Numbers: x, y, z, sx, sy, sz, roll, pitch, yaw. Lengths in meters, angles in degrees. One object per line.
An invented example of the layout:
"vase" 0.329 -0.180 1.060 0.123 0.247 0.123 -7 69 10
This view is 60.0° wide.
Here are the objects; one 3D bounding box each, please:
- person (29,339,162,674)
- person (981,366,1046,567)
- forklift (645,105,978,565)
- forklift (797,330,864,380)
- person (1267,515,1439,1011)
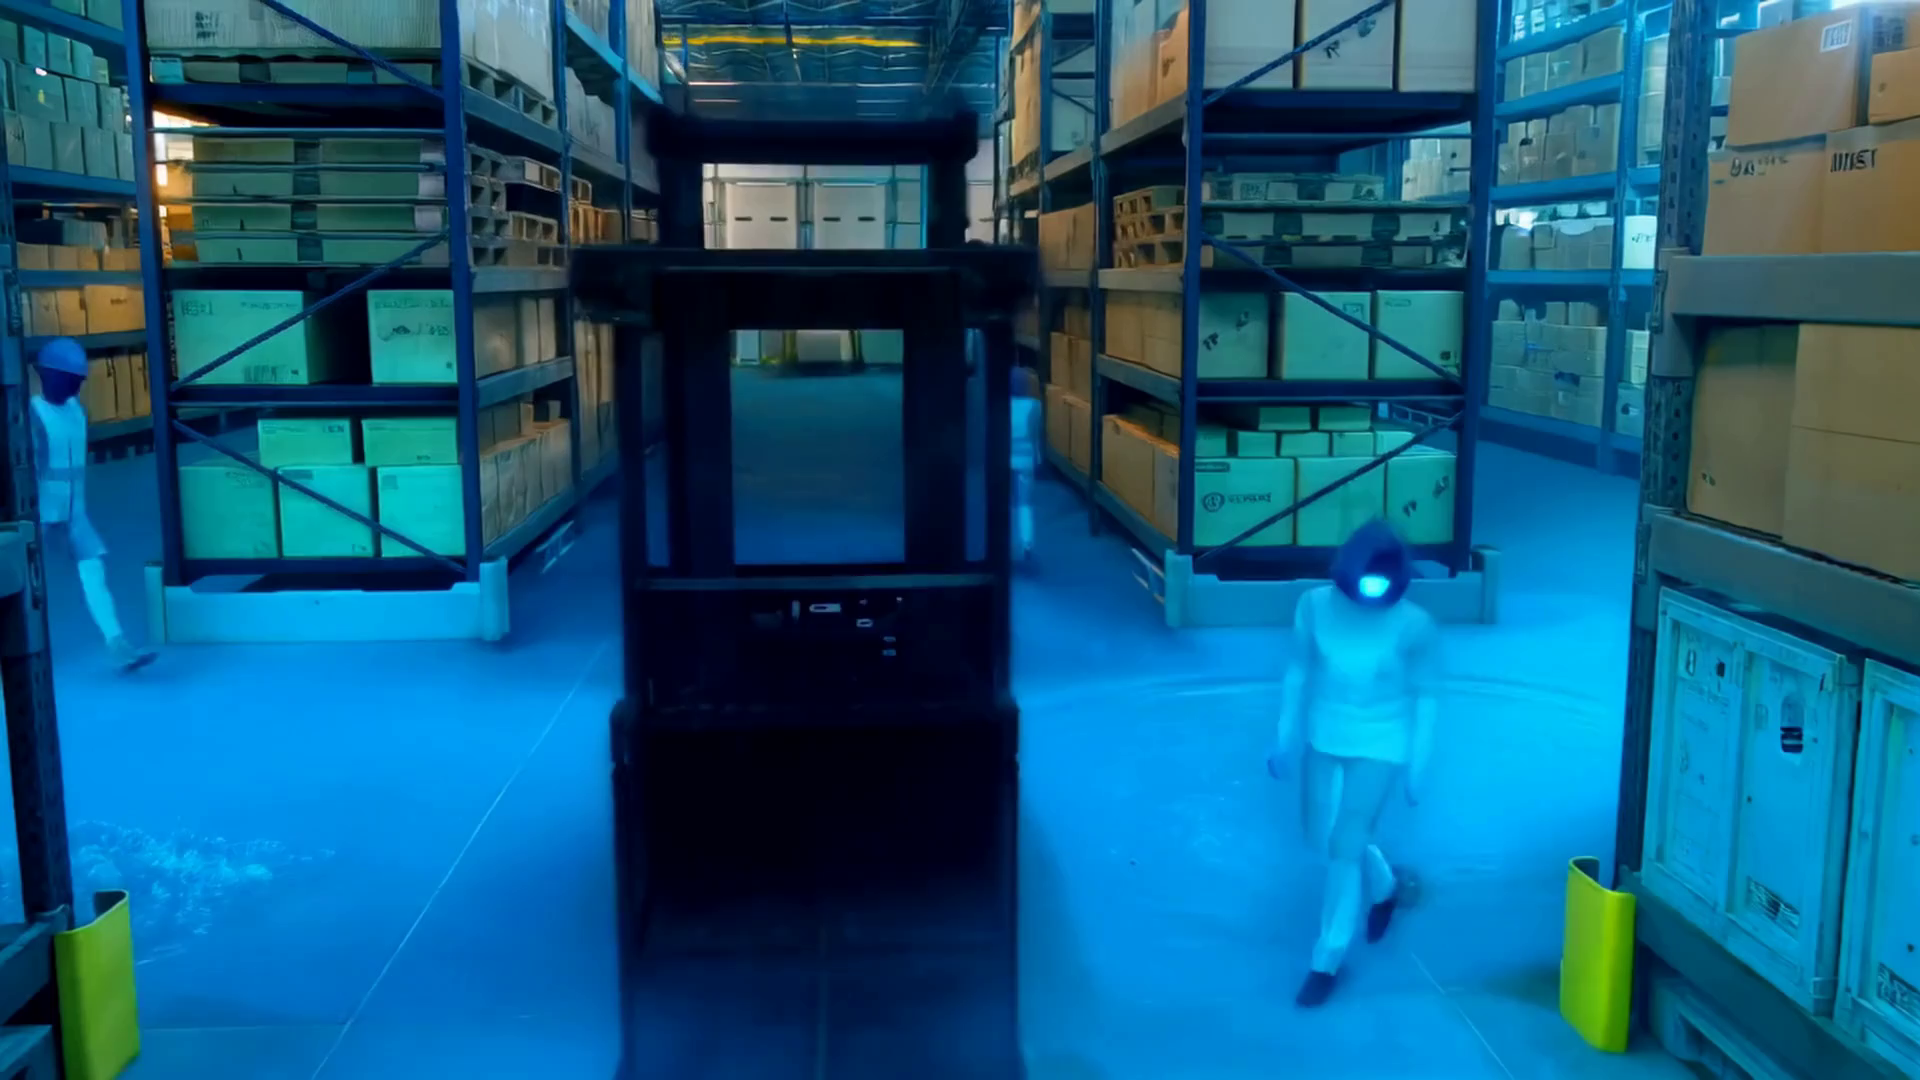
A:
"person" -5.219 -0.166 9.667 1.082 1.973 0.673 3 10 18
"person" 0.425 -0.595 13.448 0.524 1.626 0.369 -1 9 -8
"forklift" -0.423 0.130 5.017 1.129 2.768 1.873 -1 9 -4
"forklift" -2.965 -5.066 37.641 1.129 2.768 1.873 2 9 11
"person" 1.342 0.689 5.493 0.522 1.601 0.703 9 13 43
